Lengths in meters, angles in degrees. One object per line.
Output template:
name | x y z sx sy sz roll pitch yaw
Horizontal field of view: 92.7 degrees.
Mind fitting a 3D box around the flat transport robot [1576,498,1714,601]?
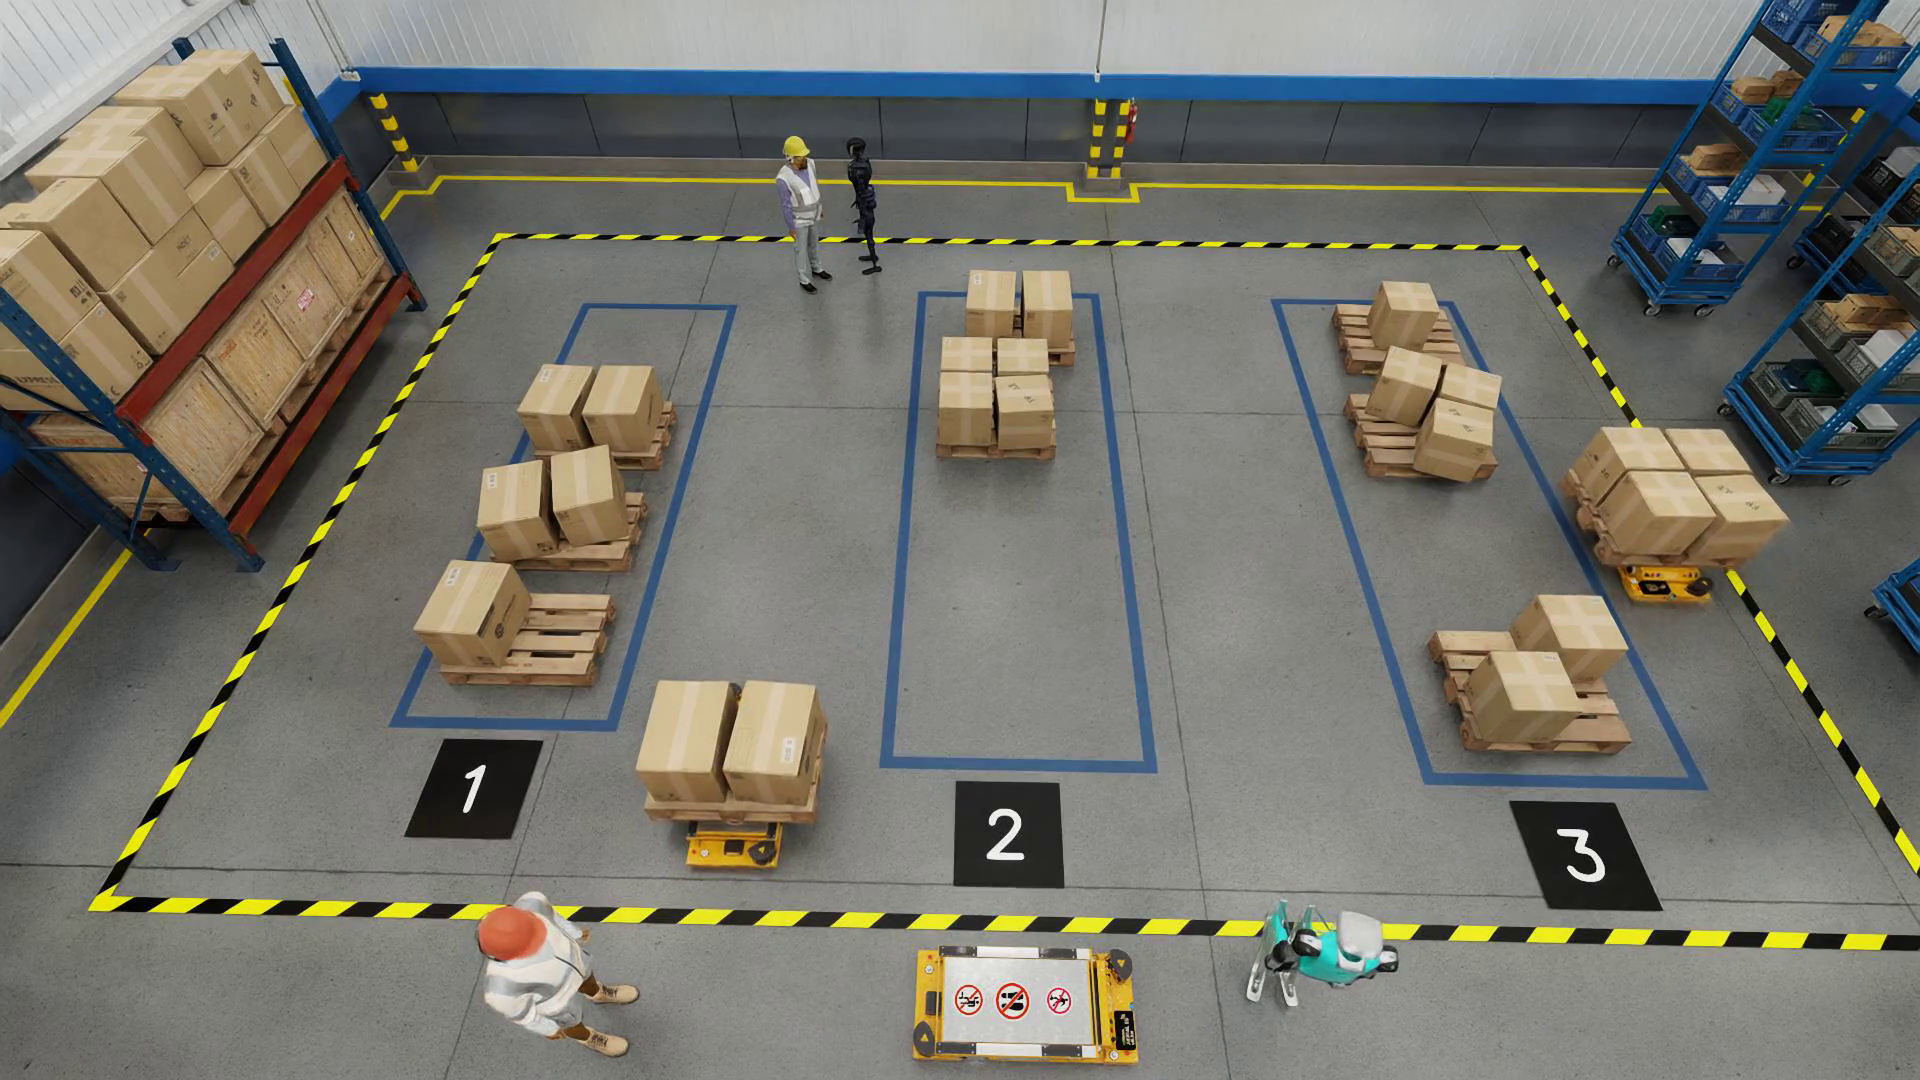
flat transport robot | 6.313 -0.067 8.523 0.652 0.197 1.431 1 51 1

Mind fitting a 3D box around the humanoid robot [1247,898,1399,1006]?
humanoid robot | 2.111 2.379 5.512 0.533 1.677 0.735 9 51 7

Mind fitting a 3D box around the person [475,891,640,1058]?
person | -2.289 2.522 5.288 0.389 2.039 0.613 1 51 0

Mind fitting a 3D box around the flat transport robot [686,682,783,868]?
flat transport robot | -1.638 1.766 7.028 0.652 0.197 1.431 1 51 1

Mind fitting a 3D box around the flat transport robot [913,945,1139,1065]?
flat transport robot | 0.422 3.041 6.007 1.431 0.231 0.659 1 51 1

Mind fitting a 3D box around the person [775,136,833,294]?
person | -1.776 -3.722 10.507 0.404 1.837 0.589 25 55 19

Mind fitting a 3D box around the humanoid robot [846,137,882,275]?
humanoid robot | -1.135 -3.919 10.760 0.315 1.659 0.599 -6 51 -5
